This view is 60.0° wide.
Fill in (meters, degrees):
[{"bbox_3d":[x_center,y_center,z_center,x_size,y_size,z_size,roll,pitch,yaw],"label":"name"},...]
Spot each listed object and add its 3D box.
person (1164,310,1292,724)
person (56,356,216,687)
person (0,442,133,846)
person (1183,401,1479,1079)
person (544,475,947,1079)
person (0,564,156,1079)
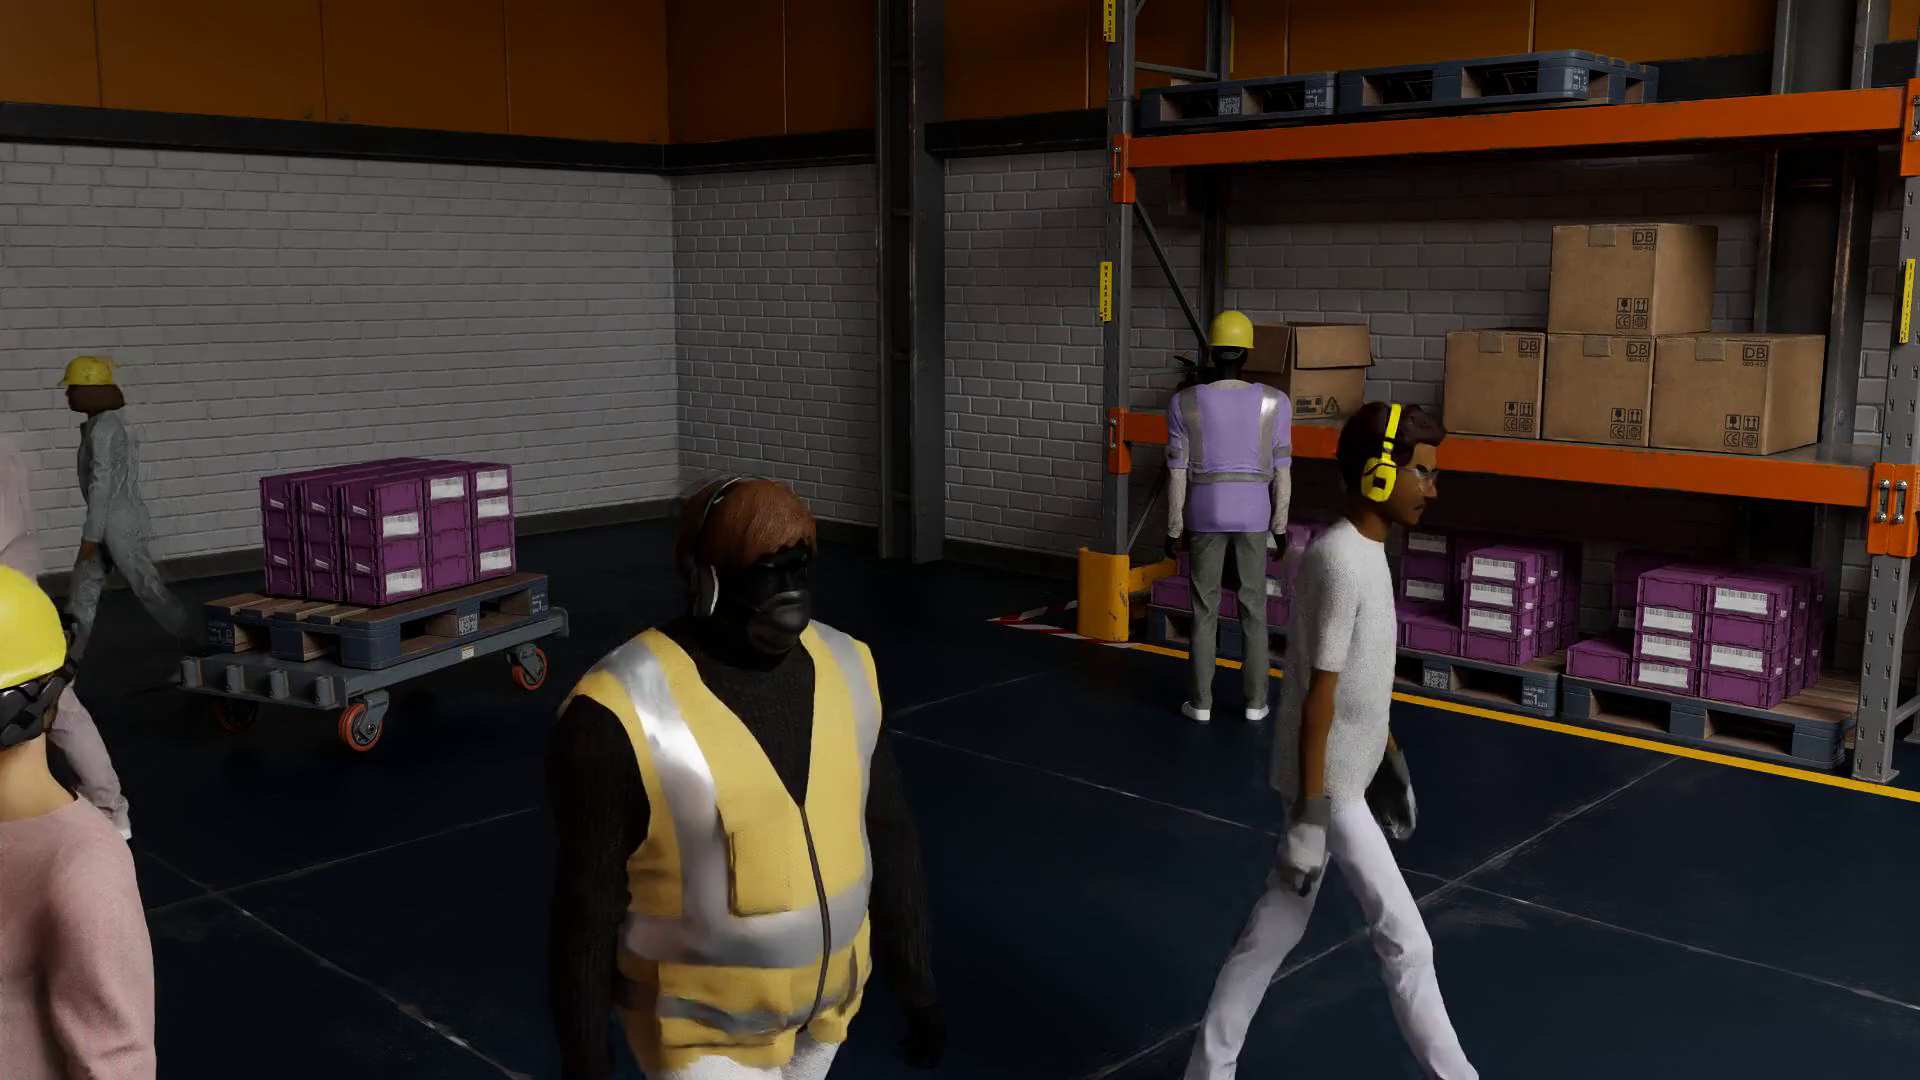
[{"bbox_3d":[1.239,-0.096,7.742,0.585,1.928,0.370,1,9,3],"label":"person"},{"bbox_3d":[-4.267,-0.083,8.389,0.931,1.693,0.499,-5,11,-28],"label":"person"},{"bbox_3d":[-3.451,0.275,5.738,0.991,1.843,0.740,-2,10,-14],"label":"person"},{"bbox_3d":[0.973,0.591,3.885,0.992,1.811,0.527,2,9,12],"label":"person"},{"bbox_3d":[-0.307,0.786,2.757,0.947,1.789,0.652,9,13,44],"label":"person"},{"bbox_3d":[-1.239,0.889,2.207,0.523,1.767,0.313,7,12,37],"label":"person"}]
